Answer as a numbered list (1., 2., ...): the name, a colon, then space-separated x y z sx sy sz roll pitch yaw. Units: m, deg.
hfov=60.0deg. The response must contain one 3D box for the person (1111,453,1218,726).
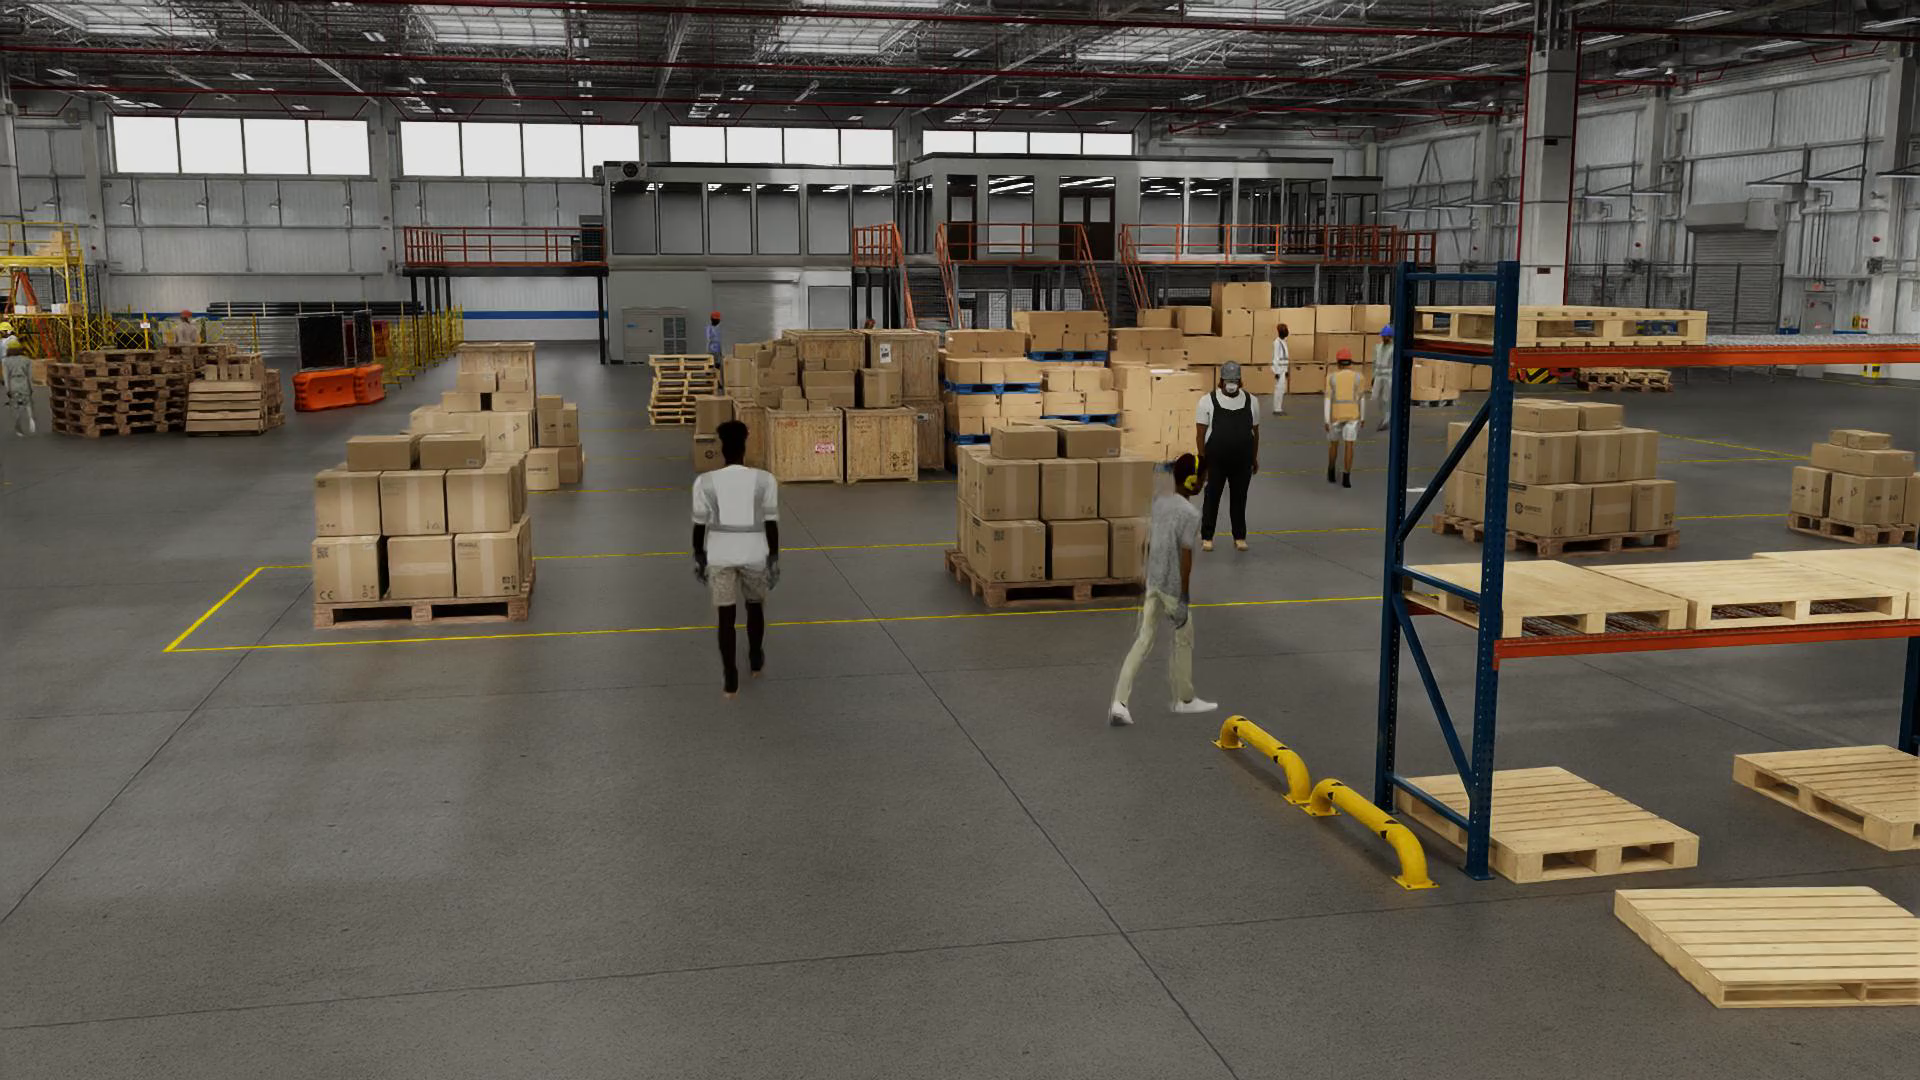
1. person: 1.328 0.325 10.932 0.938 1.814 0.606 -6 11 -35

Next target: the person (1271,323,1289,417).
1. person: 6.498 -3.436 33.616 0.385 1.882 0.579 3 10 20

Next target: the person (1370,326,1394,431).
1. person: 7.838 -2.980 30.654 0.433 1.933 0.636 -7 12 -38

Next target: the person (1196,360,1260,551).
1. person: 2.849 -0.887 17.581 0.687 2.000 0.535 -1 9 -4

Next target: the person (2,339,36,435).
1. person: -16.771 -2.709 29.650 0.487 1.726 0.591 -8 12 -39

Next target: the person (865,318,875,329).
1. person: -2.205 -4.140 37.990 0.659 1.850 0.708 -3 10 -18

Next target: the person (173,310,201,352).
1. person: -18.671 -4.566 40.199 0.621 1.974 0.487 1 9 5

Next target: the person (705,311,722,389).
1. person: -6.035 -4.671 41.003 0.392 1.928 0.550 5 11 30

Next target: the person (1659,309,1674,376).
1. person: 19.521 -5.432 45.879 0.535 1.853 0.460 -8 12 -39

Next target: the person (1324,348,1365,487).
1. person: 5.314 -1.702 23.025 0.569 1.883 0.993 2 9 11

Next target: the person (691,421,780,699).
1. person: -1.600 0.109 11.889 0.614 1.915 0.975 -1 9 -7

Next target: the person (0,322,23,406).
1. person: -20.596 -3.808 36.064 0.595 1.824 0.404 6 11 33
